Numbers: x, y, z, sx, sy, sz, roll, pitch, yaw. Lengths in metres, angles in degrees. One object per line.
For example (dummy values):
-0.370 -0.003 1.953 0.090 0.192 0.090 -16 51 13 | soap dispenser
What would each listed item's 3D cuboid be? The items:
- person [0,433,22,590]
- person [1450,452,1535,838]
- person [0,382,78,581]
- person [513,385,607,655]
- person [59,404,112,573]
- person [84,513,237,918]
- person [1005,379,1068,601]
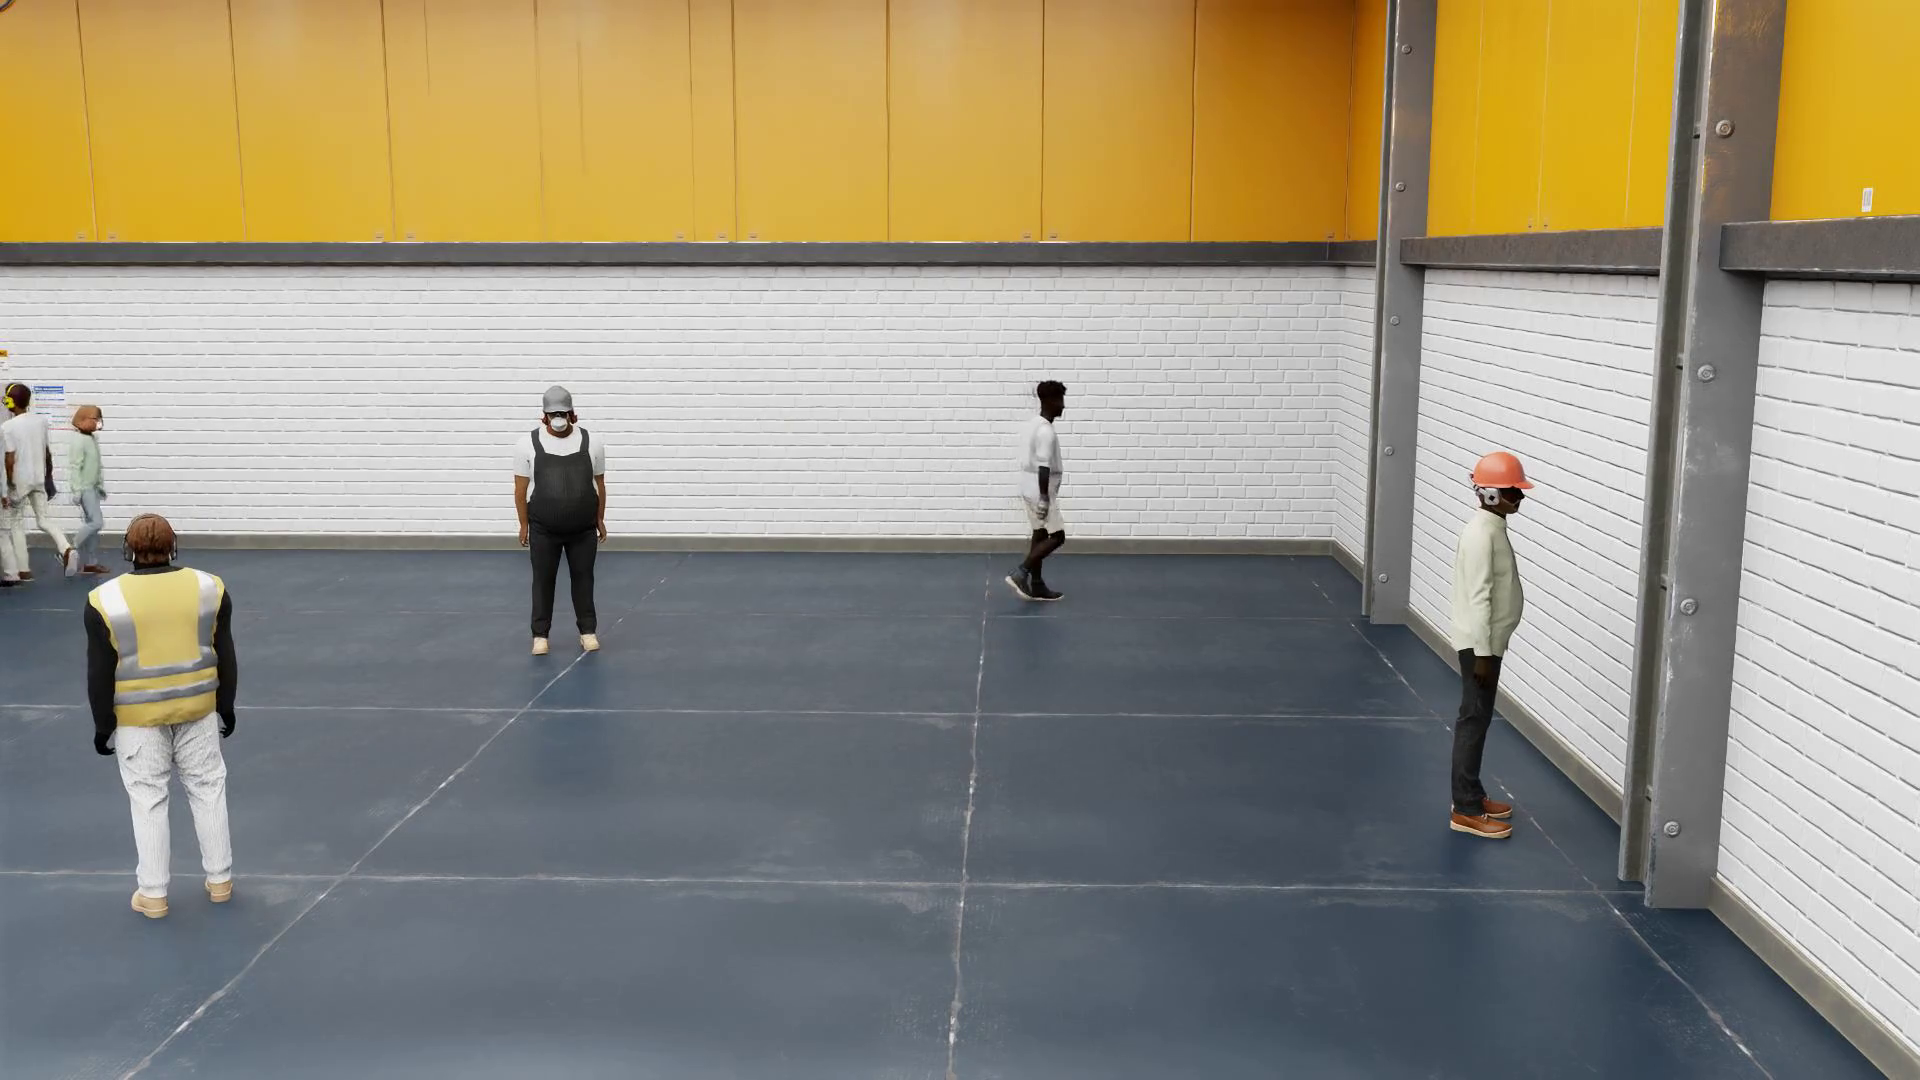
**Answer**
-8.713 -0.410 14.740 0.542 1.800 0.624 2 10 10 | person
2.747 0.530 8.668 0.381 1.994 0.615 4 10 20 | person
-8.498 -0.524 15.262 0.742 1.850 0.529 4 10 22 | person
-2.986 -0.152 12.530 0.688 2.000 0.535 -4 10 -20 | person
-8.194 -0.464 15.597 0.385 1.618 0.511 -2 10 -11 | person
-3.632 0.790 7.597 0.632 1.842 0.429 -8 12 -39 | person
0.687 -0.410 14.314 0.468 1.953 0.626 -2 10 -10 | person
